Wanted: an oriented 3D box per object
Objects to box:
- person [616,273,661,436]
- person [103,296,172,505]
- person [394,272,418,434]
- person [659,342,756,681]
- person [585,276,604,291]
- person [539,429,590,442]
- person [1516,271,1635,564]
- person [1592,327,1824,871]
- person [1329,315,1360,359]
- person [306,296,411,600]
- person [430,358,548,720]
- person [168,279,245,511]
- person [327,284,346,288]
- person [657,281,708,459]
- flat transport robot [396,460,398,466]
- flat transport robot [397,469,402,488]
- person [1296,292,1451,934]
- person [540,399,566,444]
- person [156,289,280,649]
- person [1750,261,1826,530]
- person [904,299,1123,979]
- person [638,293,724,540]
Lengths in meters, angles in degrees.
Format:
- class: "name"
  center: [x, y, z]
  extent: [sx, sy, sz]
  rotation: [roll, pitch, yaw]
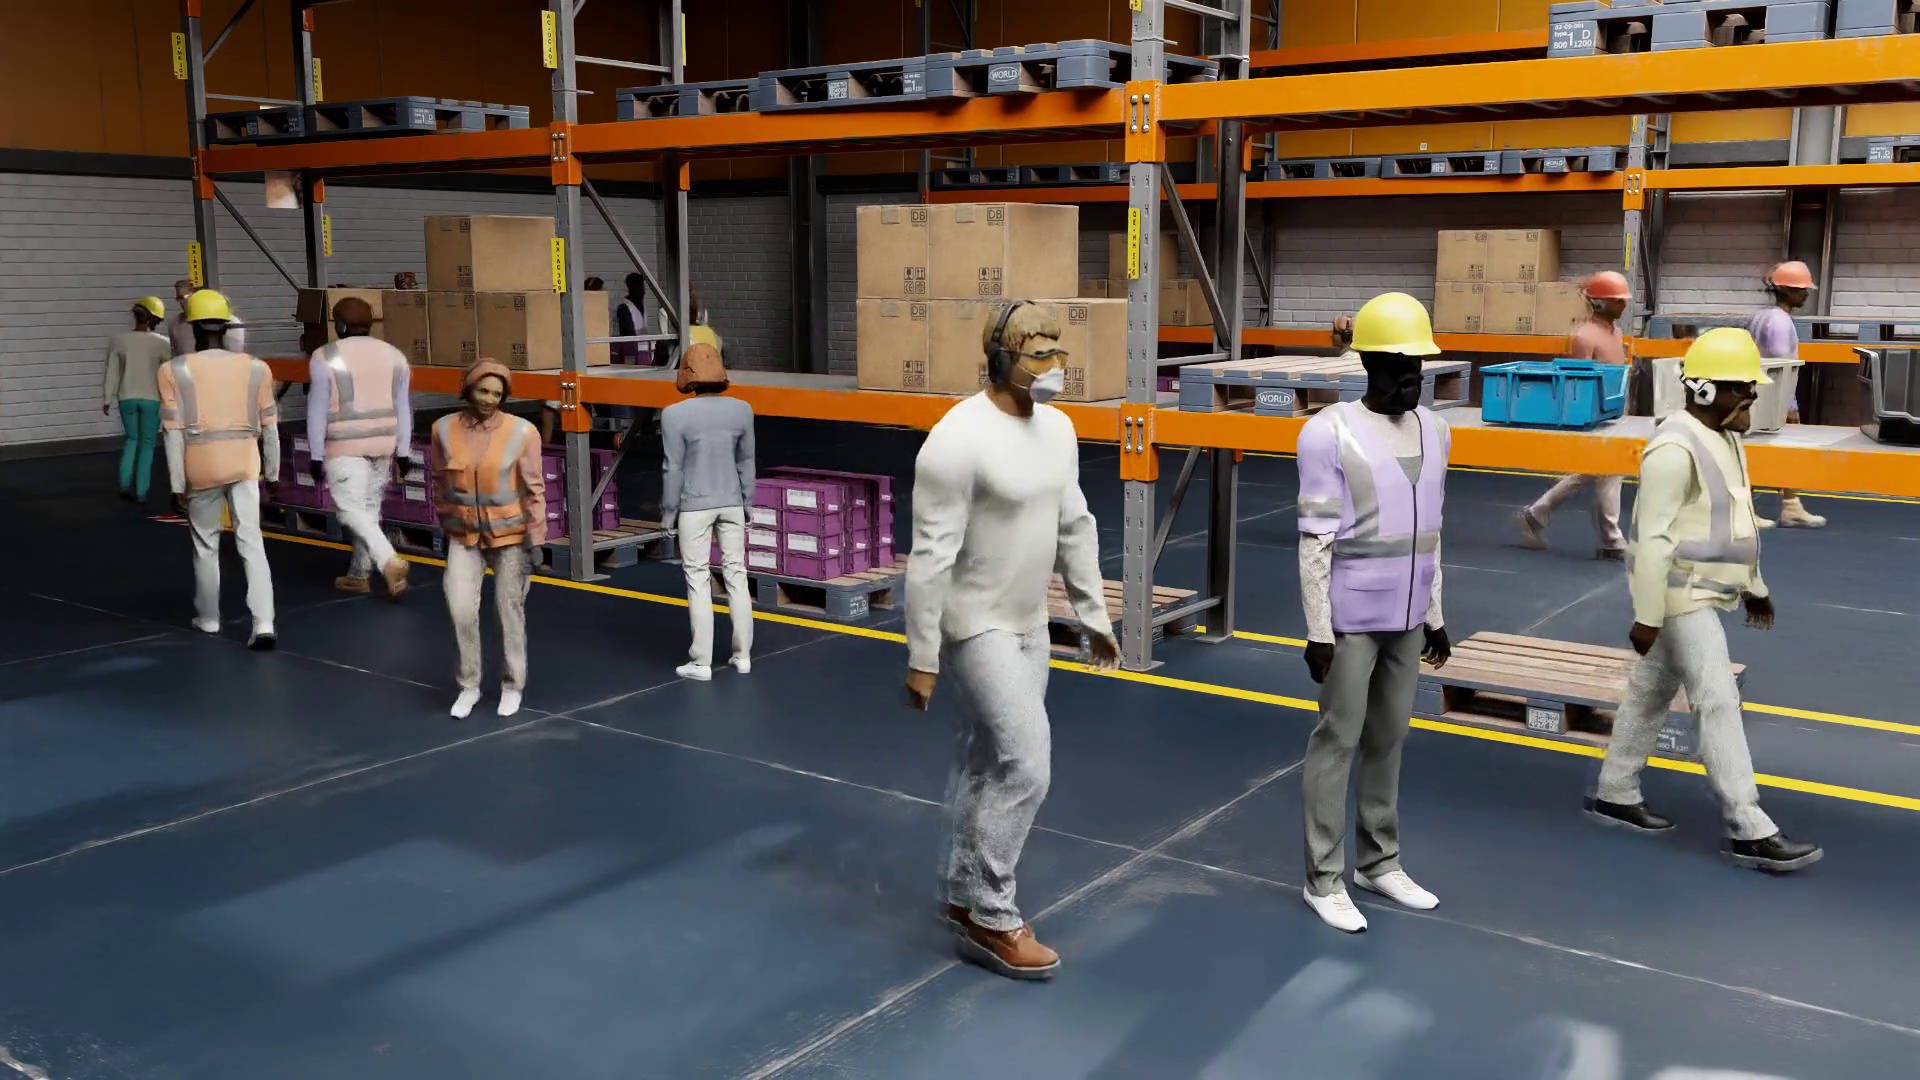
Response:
- class: "person"
  center: [-3.629, -2.114, 19.107]
  extent: [0.871, 1.876, 0.594]
  rotation: [3, 10, 17]
- class: "person"
  center: [-6.795, -1.154, 13.836]
  extent: [0.582, 1.730, 0.400]
  rotation: [-1, 10, -4]
- class: "person"
  center: [-5.870, -1.895, 17.722]
  extent: [0.401, 1.910, 0.642]
  rotation: [-4, 10, -21]
- class: "person"
  center: [-1.218, -0.137, 8.068]
  extent: [0.507, 1.631, 0.268]
  rotation: [-7, 12, -36]
- class: "person"
  center: [-4.363, -2.208, 19.817]
  extent: [0.401, 1.839, 0.557]
  rotation: [-7, 12, -34]
- class: "person"
  center: [-4.472, -2.029, 18.561]
  extent: [0.570, 1.885, 0.992]
  rotation: [5, 11, 26]
- class: "person"
  center: [4.260, -0.841, 11.293]
  extent: [0.895, 1.965, 0.615]
  rotation: [7, 12, 35]
- class: "person"
  center: [2.588, 0.188, 5.630]
  extent: [0.860, 1.790, 0.613]
  rotation: [7, 12, 36]
- class: "person"
  center: [2.730, -0.773, 11.824]
  extent: [0.309, 1.645, 0.514]
  rotation: [3, 10, 18]
- class: "person"
  center: [-3.548, -0.538, 9.915]
  extent: [0.827, 1.819, 0.630]
  rotation: [7, 12, 37]
- class: "person"
  center: [-2.042, 0.003, 7.290]
  extent: [0.531, 1.606, 0.486]
  rotation: [0, 10, 2]
- class: "person"
  center: [-6.118, -1.176, 13.527]
  extent: [0.680, 1.864, 0.790]
  rotation: [-1, 10, -4]
- class: "person"
  center: [-5.402, -1.423, 15.164]
  extent: [0.899, 1.826, 0.591]
  rotation: [-6, 11, -31]
- class: "person"
  center: [-2.808, -1.735, 16.839]
  extent: [0.584, 1.882, 0.343]
  rotation: [-8, 12, -40]
- class: "flat transport robot"
  center: [-5.149, -0.640, 15.110]
  extent: [0.652, 0.197, 1.431]
  rotation: [-3, 10, -18]
- class: "flat transport robot"
  center: [-4.572, -0.491, 14.223]
  extent: [1.431, 0.197, 0.652]
  rotation: [-3, 10, -18]
- class: "person"
  center: [1.279, 0.216, 5.090]
  extent: [0.588, 1.927, 0.366]
  rotation: [-6, 11, -33]
- class: "person"
  center: [-3.983, -1.570, 15.909]
  extent: [0.832, 1.880, 0.575]
  rotation: [-8, 12, -40]
- class: "person"
  center: [-3.865, -0.373, 8.748]
  extent: [0.605, 1.882, 0.991]
  rotation: [-8, 12, -39]
- class: "person"
  center: [6.216, -1.056, 12.417]
  extent: [0.824, 2.008, 0.628]
  rotation: [4, 10, 24]
- class: "person"
  center: [0.167, 0.284, 4.735]
  extent: [0.645, 1.915, 0.663]
  rotation: [6, 11, 31]
- class: "person"
  center: [-2.097, -0.916, 12.224]
  extent: [0.932, 1.799, 0.627]
  rotation: [5, 11, 30]
